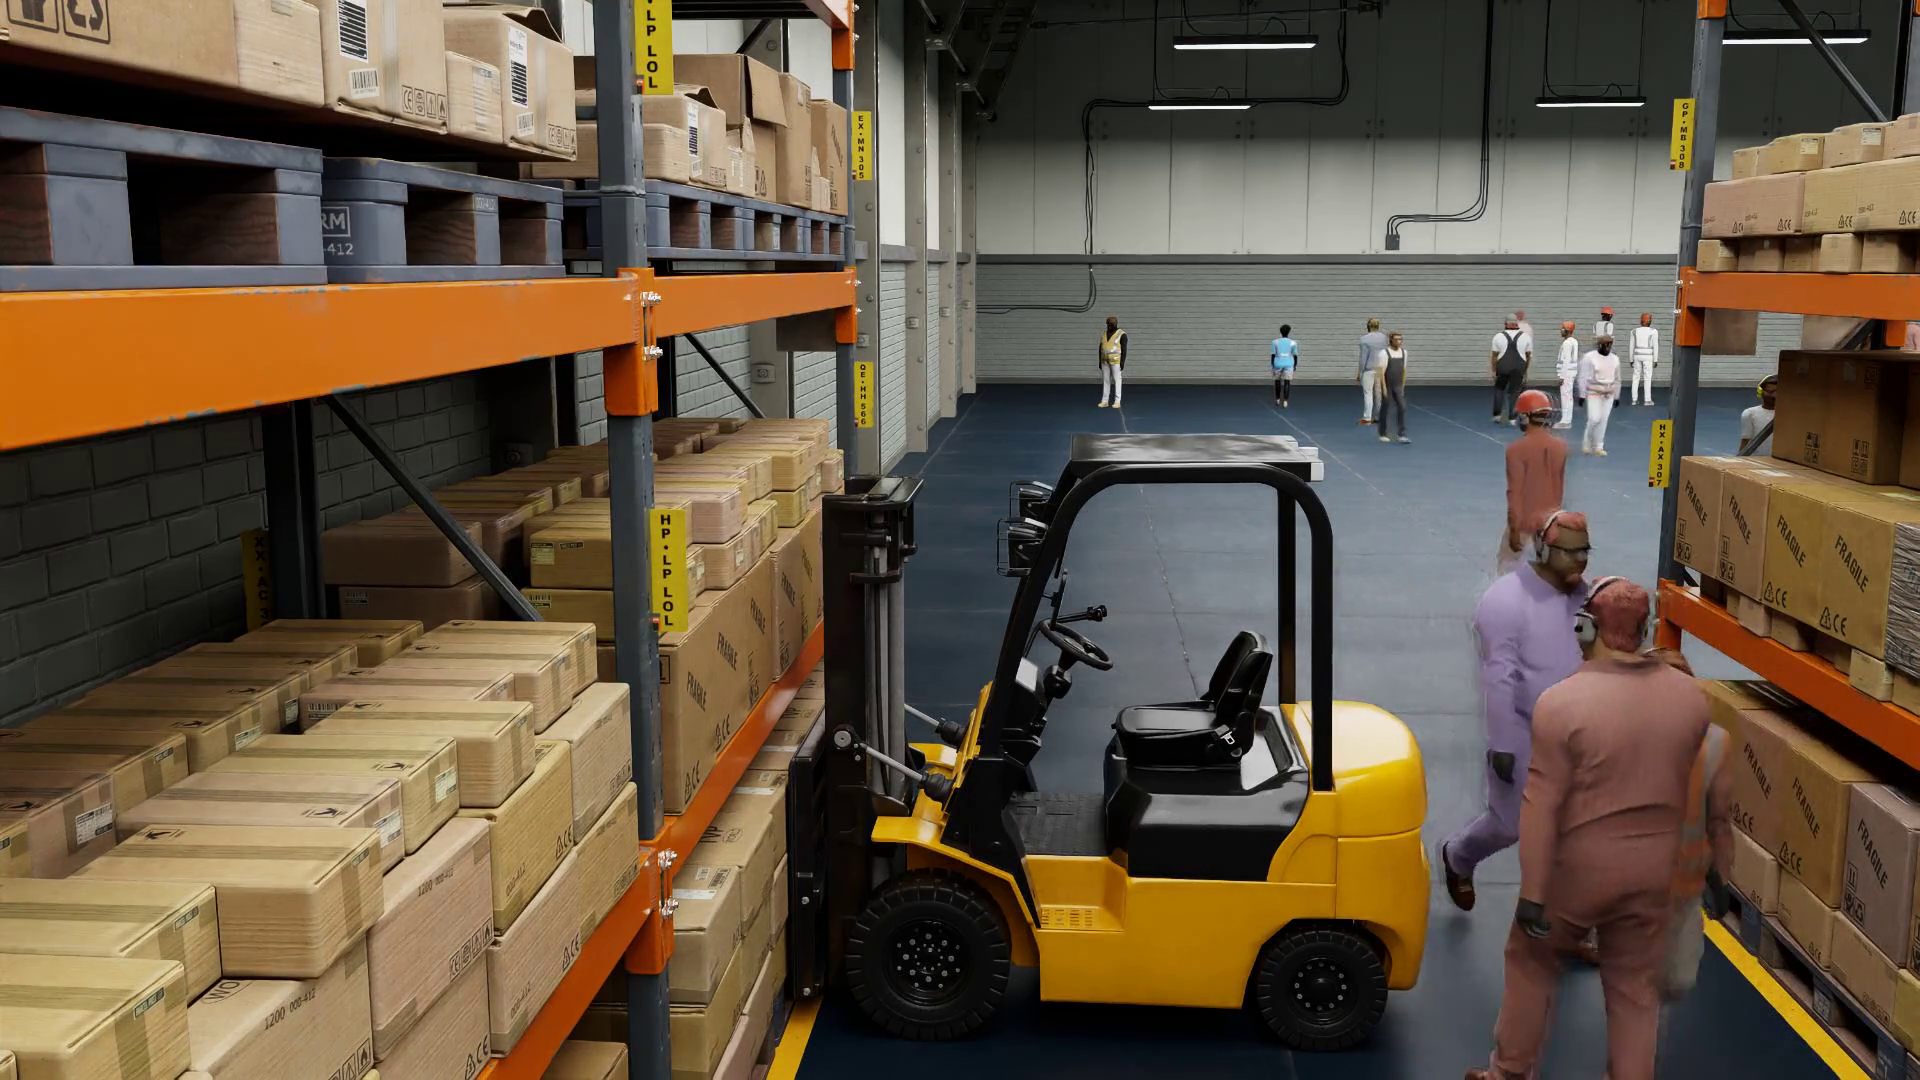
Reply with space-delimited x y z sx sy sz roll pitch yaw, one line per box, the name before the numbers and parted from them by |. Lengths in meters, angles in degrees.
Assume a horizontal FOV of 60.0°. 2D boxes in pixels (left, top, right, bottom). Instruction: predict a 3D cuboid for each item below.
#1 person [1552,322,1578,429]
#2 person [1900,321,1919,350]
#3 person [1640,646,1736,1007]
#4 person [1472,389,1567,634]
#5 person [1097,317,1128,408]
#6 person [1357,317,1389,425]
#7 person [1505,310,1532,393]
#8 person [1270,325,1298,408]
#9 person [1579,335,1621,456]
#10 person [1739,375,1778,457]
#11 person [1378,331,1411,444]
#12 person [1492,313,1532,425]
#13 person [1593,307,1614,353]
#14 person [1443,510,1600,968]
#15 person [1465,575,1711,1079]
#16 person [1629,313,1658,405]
person | 10.675 -2.900 29.296 0.352 1.883 0.580 6 11 31
person | 20.133 -3.895 35.249 0.408 1.906 0.653 -2 10 -13
person | 2.317 1.134 5.637 0.525 1.617 0.633 0 9 1
person | 4.345 -0.154 12.483 0.635 1.949 1.017 -5 10 -26
person | 3.058 -3.584 33.583 0.621 1.838 0.429 7 12 37
person | 7.398 -3.024 29.879 0.628 1.940 0.373 -5 10 -27
person | 12.412 -4.178 37.040 0.655 1.882 0.743 -3 10 -20
person | 6.597 -3.537 33.831 0.549 1.652 0.856 2 10 13
person | 9.615 -2.160 24.965 0.654 1.829 0.446 -2 10 -13
person | 7.459 -0.605 15.439 0.521 1.865 0.319 -2 10 -12
person | 6.992 -2.441 26.725 0.510 1.813 0.838 -2 10 -12
person | 9.973 -3.122 30.159 0.691 2.000 0.851 2 10 13
person | 14.644 -4.330 37.820 0.374 1.929 0.542 -4 10 -25
person | 2.406 0.783 6.990 0.635 1.877 0.762 -3 10 -19
person | 2.023 1.040 5.436 0.658 1.886 0.742 -2 10 -13
person | 14.061 -3.712 34.200 0.573 1.886 0.353 8 13 42
